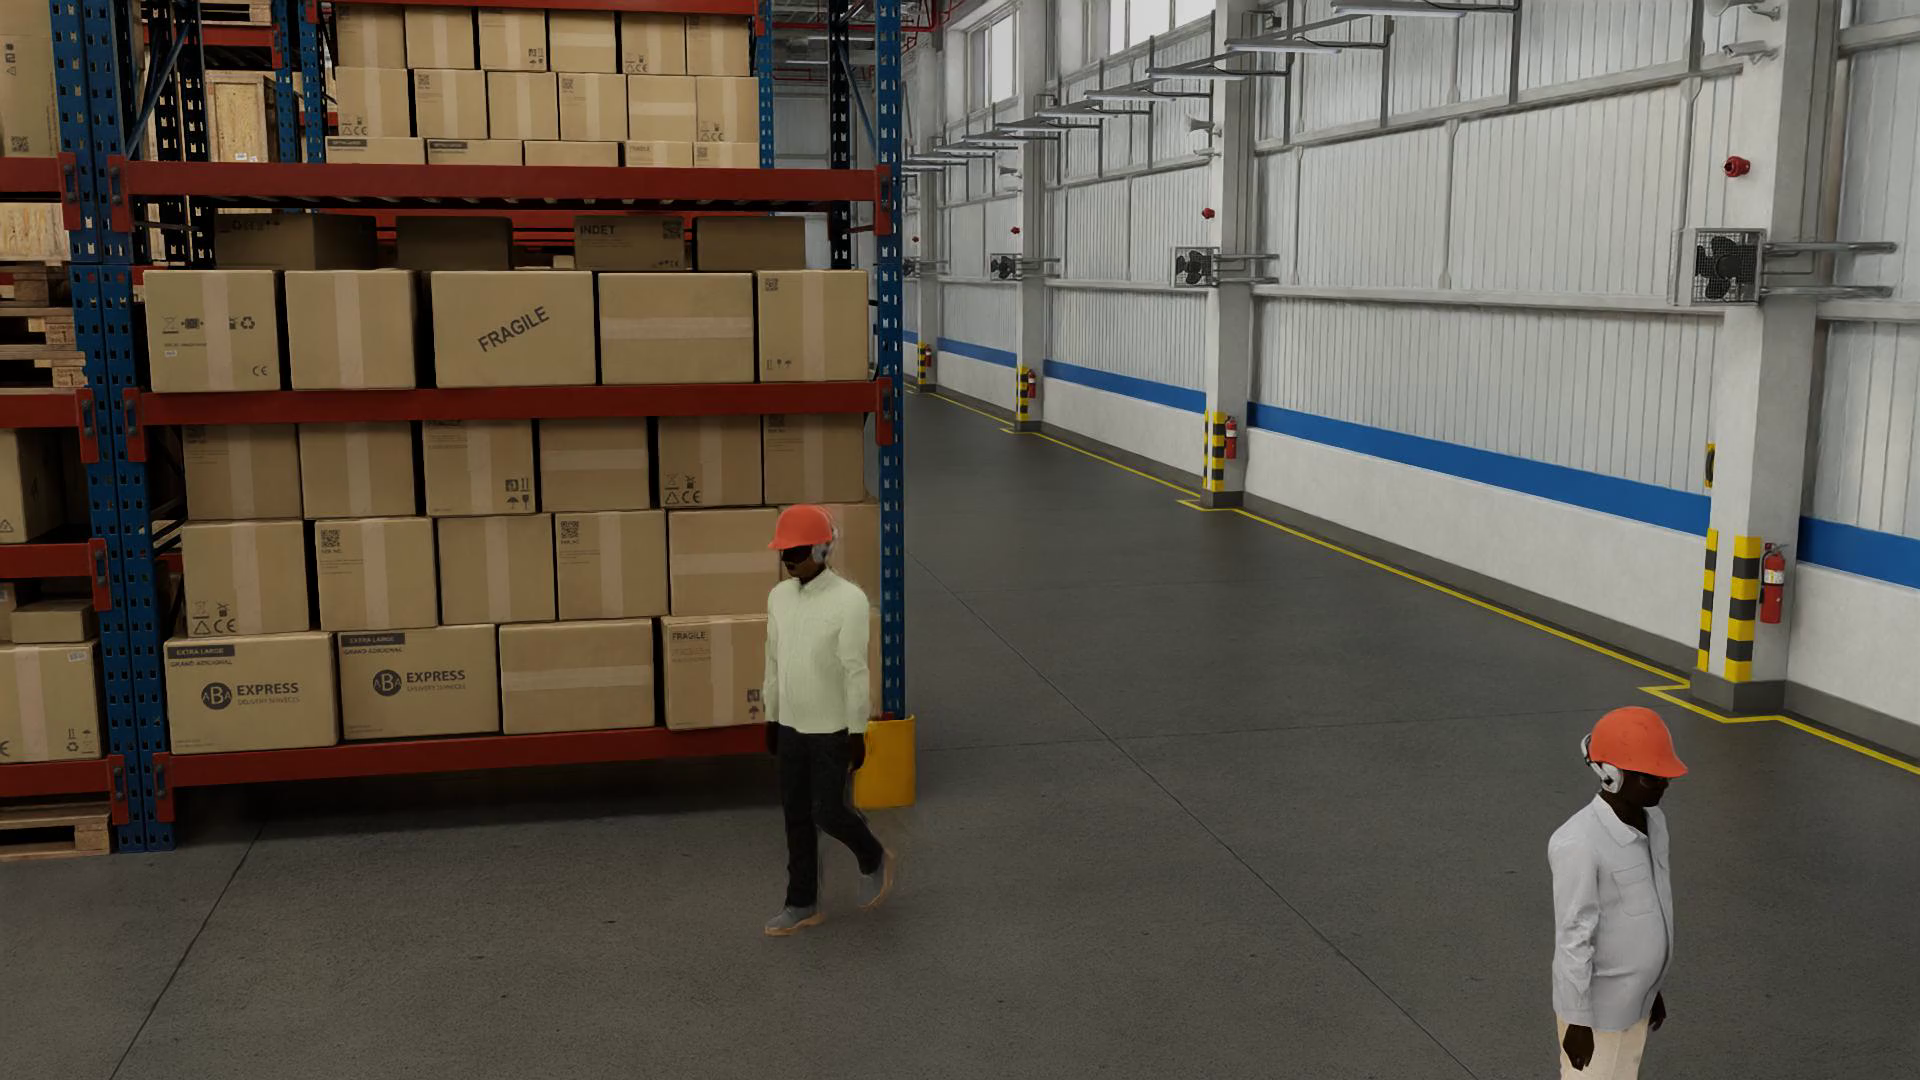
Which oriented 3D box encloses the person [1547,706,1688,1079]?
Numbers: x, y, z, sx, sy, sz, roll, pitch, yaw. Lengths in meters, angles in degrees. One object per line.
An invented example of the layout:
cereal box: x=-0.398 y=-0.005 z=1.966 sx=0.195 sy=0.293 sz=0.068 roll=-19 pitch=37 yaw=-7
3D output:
person: x=1.964 y=1.351 z=4.990 sx=0.562 sy=1.752 sz=0.324 roll=-9 pitch=13 yaw=-44

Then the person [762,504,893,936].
person: x=-0.643 y=0.809 z=7.589 sx=0.642 sy=1.981 sz=0.575 roll=8 pitch=12 yaw=40
